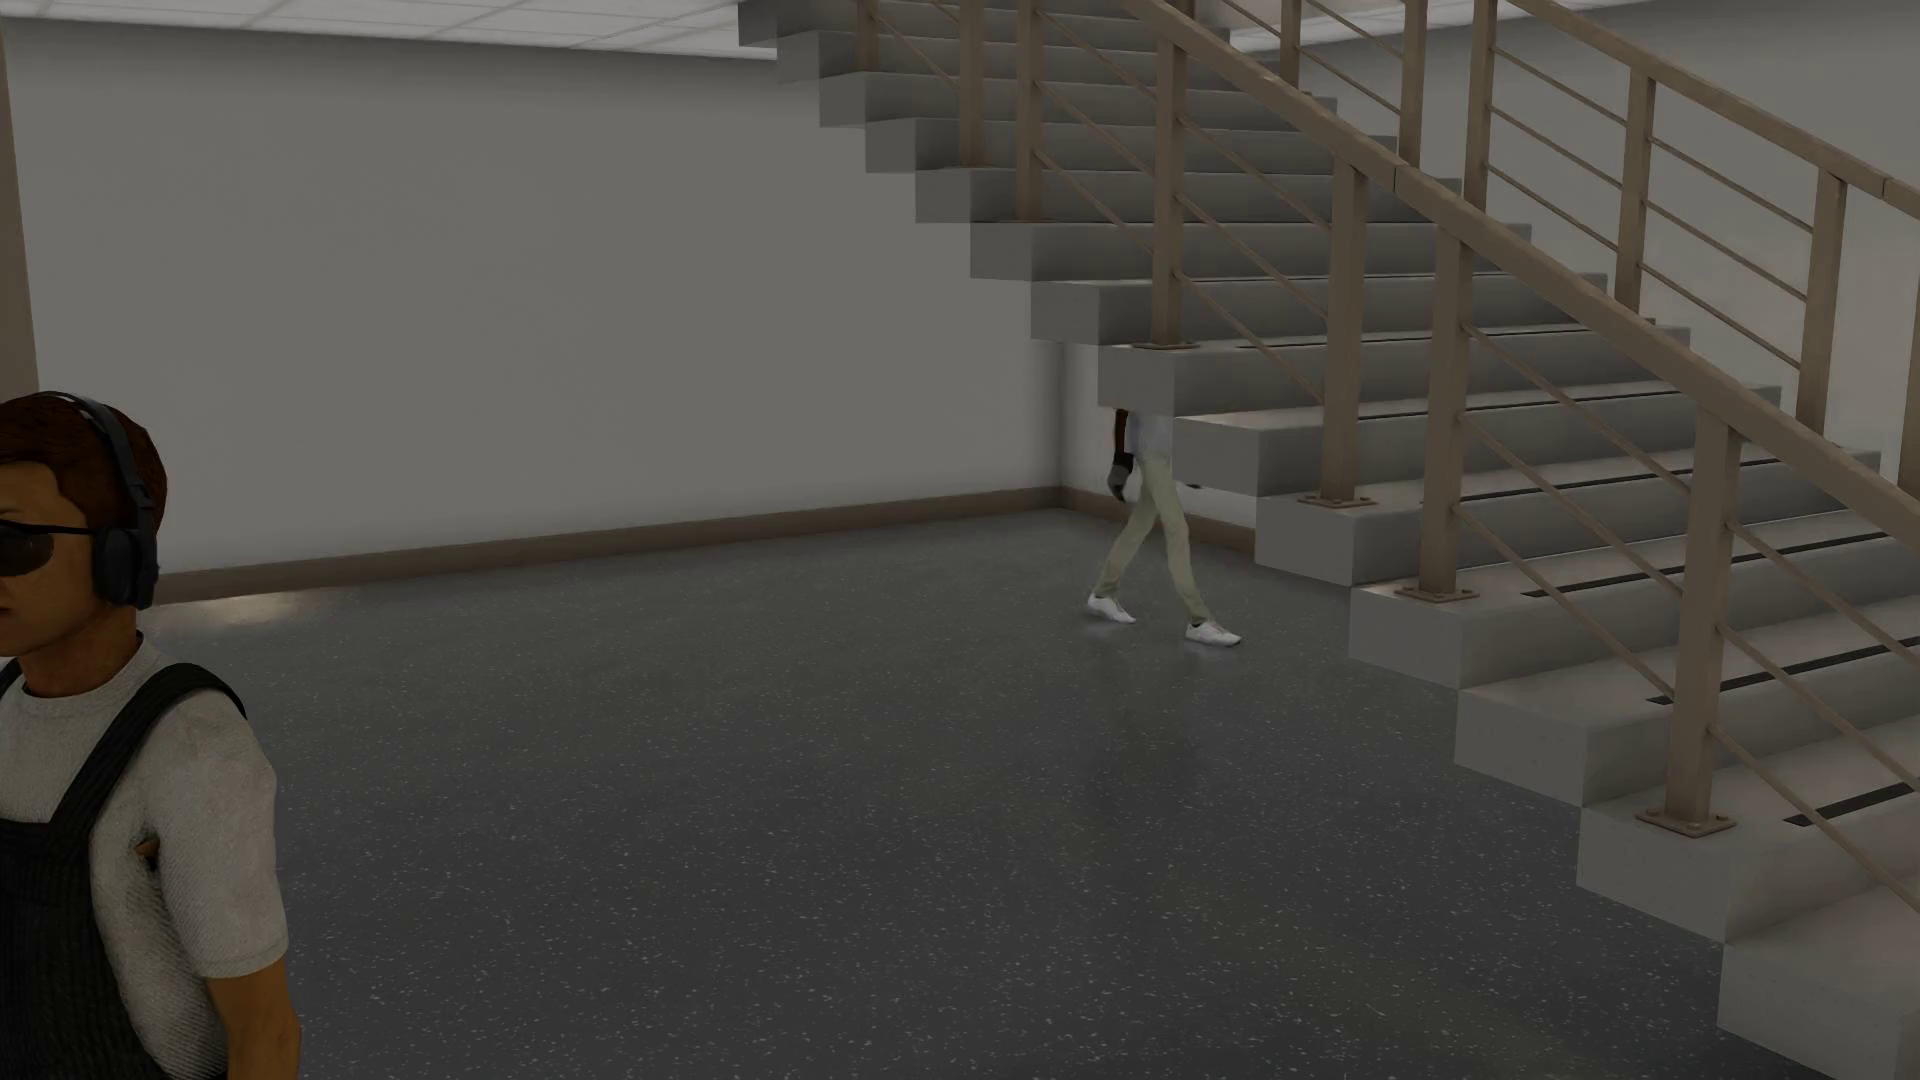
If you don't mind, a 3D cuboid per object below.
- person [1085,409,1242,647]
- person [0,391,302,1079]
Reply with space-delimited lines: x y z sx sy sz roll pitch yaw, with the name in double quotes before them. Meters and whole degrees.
"person" 0.985 -0.428 8.186 0.962 1.826 0.540 9 14 40
"person" -0.958 0.753 1.899 0.514 1.845 0.338 7 13 33
